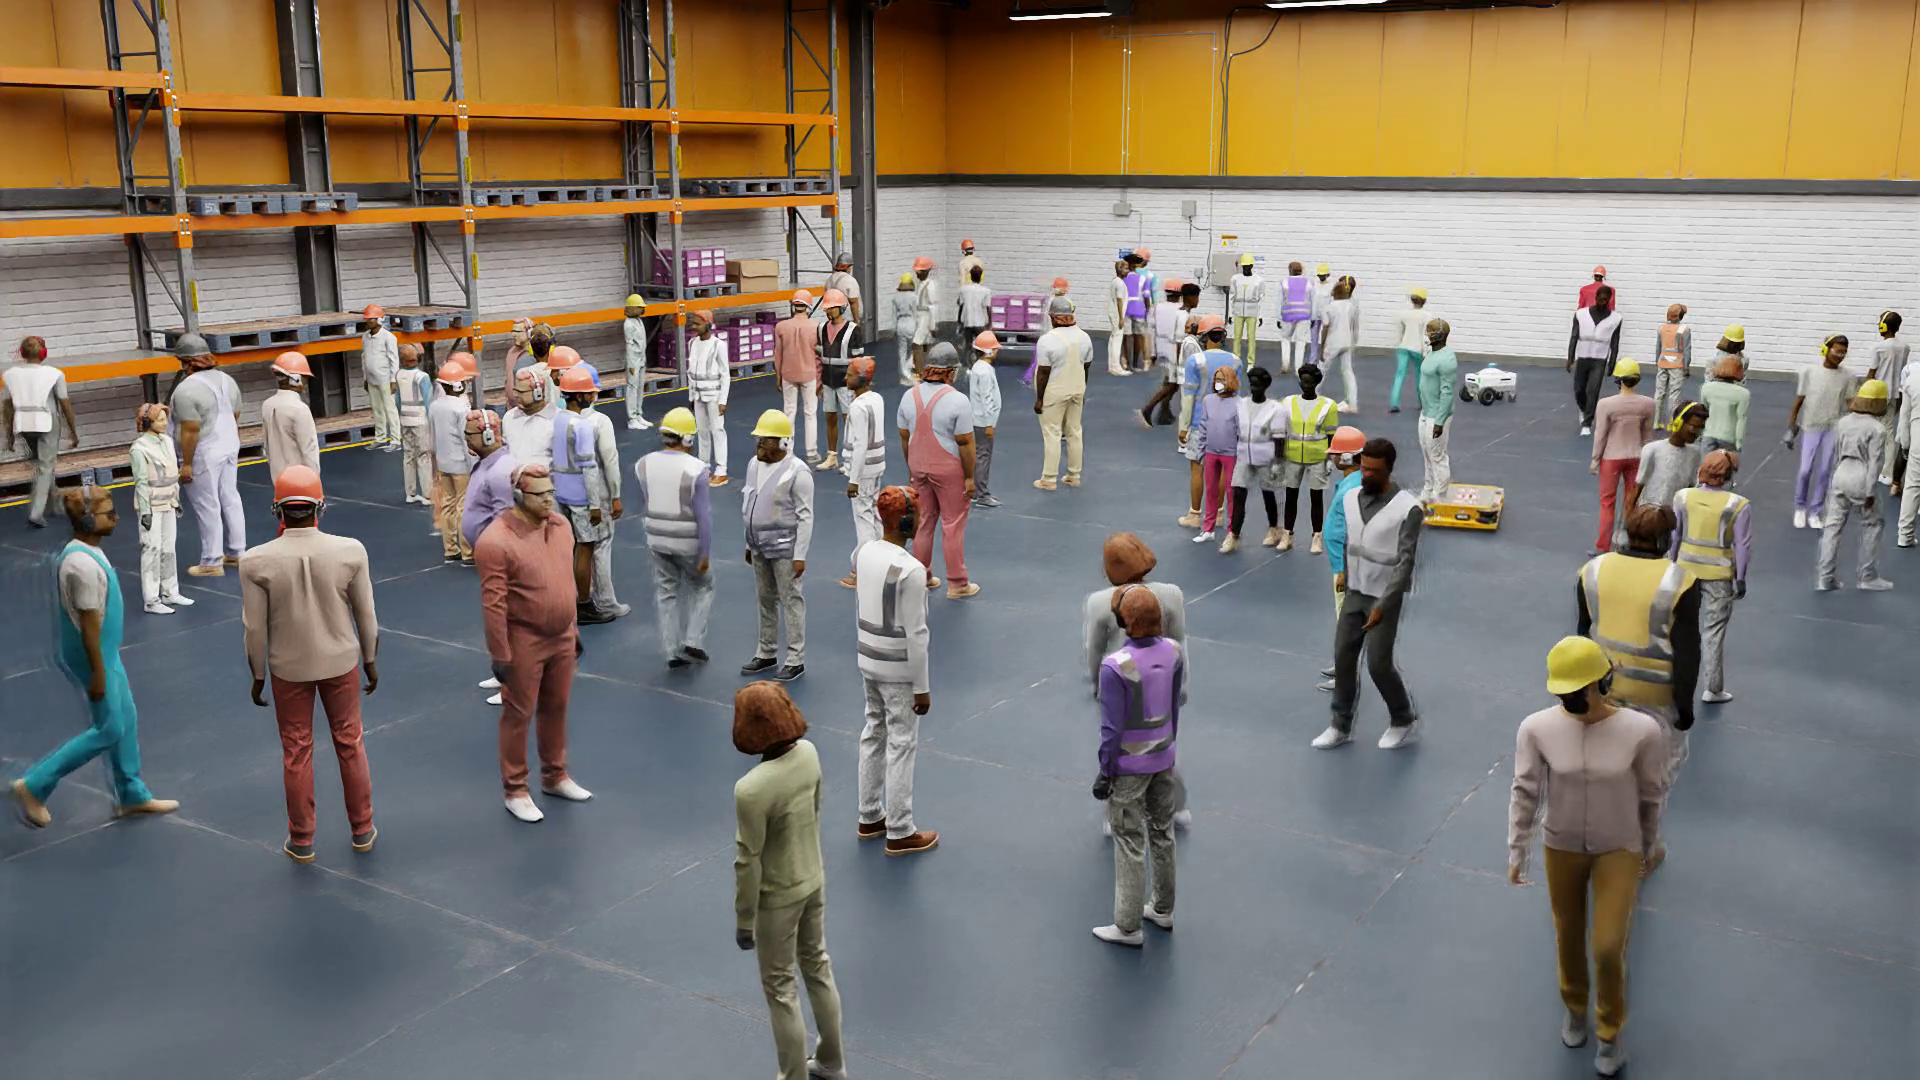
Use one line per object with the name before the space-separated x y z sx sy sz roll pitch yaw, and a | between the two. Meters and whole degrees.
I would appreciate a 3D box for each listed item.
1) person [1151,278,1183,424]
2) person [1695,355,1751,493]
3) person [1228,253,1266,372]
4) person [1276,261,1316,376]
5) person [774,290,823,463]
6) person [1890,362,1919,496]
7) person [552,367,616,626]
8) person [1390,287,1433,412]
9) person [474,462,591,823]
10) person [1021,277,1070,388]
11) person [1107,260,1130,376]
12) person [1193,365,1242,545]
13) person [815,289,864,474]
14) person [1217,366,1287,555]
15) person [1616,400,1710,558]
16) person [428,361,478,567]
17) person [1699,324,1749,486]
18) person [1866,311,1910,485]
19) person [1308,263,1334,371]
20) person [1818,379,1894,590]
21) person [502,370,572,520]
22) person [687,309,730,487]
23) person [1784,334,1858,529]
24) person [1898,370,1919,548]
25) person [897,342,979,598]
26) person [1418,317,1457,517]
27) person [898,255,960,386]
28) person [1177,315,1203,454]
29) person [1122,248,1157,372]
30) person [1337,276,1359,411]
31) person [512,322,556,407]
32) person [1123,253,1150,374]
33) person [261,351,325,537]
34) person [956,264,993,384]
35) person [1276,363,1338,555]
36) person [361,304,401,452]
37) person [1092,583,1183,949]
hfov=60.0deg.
person | 2.725 -2.458 21.758 0.553 1.917 0.562 -11 17 -39
person | 7.279 -0.974 15.987 0.721 1.612 0.508 -10 17 -38
person | 4.645 -3.682 27.021 0.585 1.929 0.375 5 14 22
person | 5.407 -3.570 26.788 0.646 1.810 0.738 2 13 8
person | -1.810 -1.865 19.044 0.624 1.981 0.414 1 13 5
person | 9.819 -1.240 16.962 0.320 1.685 0.542 -7 15 -29
person | -2.844 -0.333 12.476 0.373 1.934 0.551 -12 17 -41
person | 6.242 -2.616 22.871 0.536 1.707 0.958 12 18 43
person | -2.231 0.526 8.823 0.403 1.904 0.651 7 15 29
person | 1.342 -3.123 25.106 0.833 1.703 0.586 3 13 11
person | 2.547 -3.563 26.697 0.350 1.843 0.506 -1 13 -5
person | 2.362 -0.758 14.986 0.499 1.634 0.280 10 16 37
person | -1.360 -1.744 18.366 0.615 2.041 0.392 8 15 31
person | 2.630 -0.712 14.741 0.539 1.658 0.787 9 16 36
person | 4.852 -0.052 11.479 0.570 1.837 0.433 -5 14 -22
person | -4.290 -0.652 14.252 0.563 1.756 0.322 11 17 40
person | 8.124 -1.425 17.659 0.484 1.735 0.311 -2 13 -8
person | 9.836 -1.503 17.737 0.499 1.861 0.327 -4 14 -18
person | 5.921 -3.650 27.260 0.526 1.761 0.344 9 16 34
person | 7.285 -0.440 13.405 0.710 1.715 0.504 -4 14 -18
person | -3.191 -0.329 12.535 0.651 1.904 0.409 5 14 19
person | -2.686 -1.510 17.701 0.576 1.882 0.362 11 17 40
person | 8.064 -1.000 15.574 0.575 1.841 0.521 4 14 16
person | 8.661 -0.837 14.722 0.408 1.913 0.644 -8 15 -32
person | -0.121 -0.565 13.256 0.688 2.000 0.539 10 16 36
person | 4.622 -1.195 16.213 0.371 1.941 0.627 0 13 0
person | -0.466 -3.345 25.398 0.911 2.008 0.624 -3 13 -12
person | 2.723 -1.837 19.675 0.313 1.634 0.515 2 13 8
person | 2.894 -3.737 27.087 0.631 2.022 0.419 3 13 11
person | 5.324 -2.704 22.929 0.338 1.864 0.517 4 14 16
person | -3.891 -1.083 15.728 0.627 1.940 0.372 4 14 16
person | 2.773 -3.676 27.009 0.616 1.909 0.953 0 13 2
person | -5.151 -0.471 12.961 0.609 1.990 0.390 10 16 37
person | 0.216 -3.254 25.311 0.539 1.855 0.433 3 13 15
person | 3.048 -0.717 14.666 0.538 1.698 0.317 6 14 23
person | -6.914 -1.925 19.777 0.573 1.753 0.334 8 15 31
person | 0.788 0.996 7.371 0.523 1.636 0.311 -13 18 -43
